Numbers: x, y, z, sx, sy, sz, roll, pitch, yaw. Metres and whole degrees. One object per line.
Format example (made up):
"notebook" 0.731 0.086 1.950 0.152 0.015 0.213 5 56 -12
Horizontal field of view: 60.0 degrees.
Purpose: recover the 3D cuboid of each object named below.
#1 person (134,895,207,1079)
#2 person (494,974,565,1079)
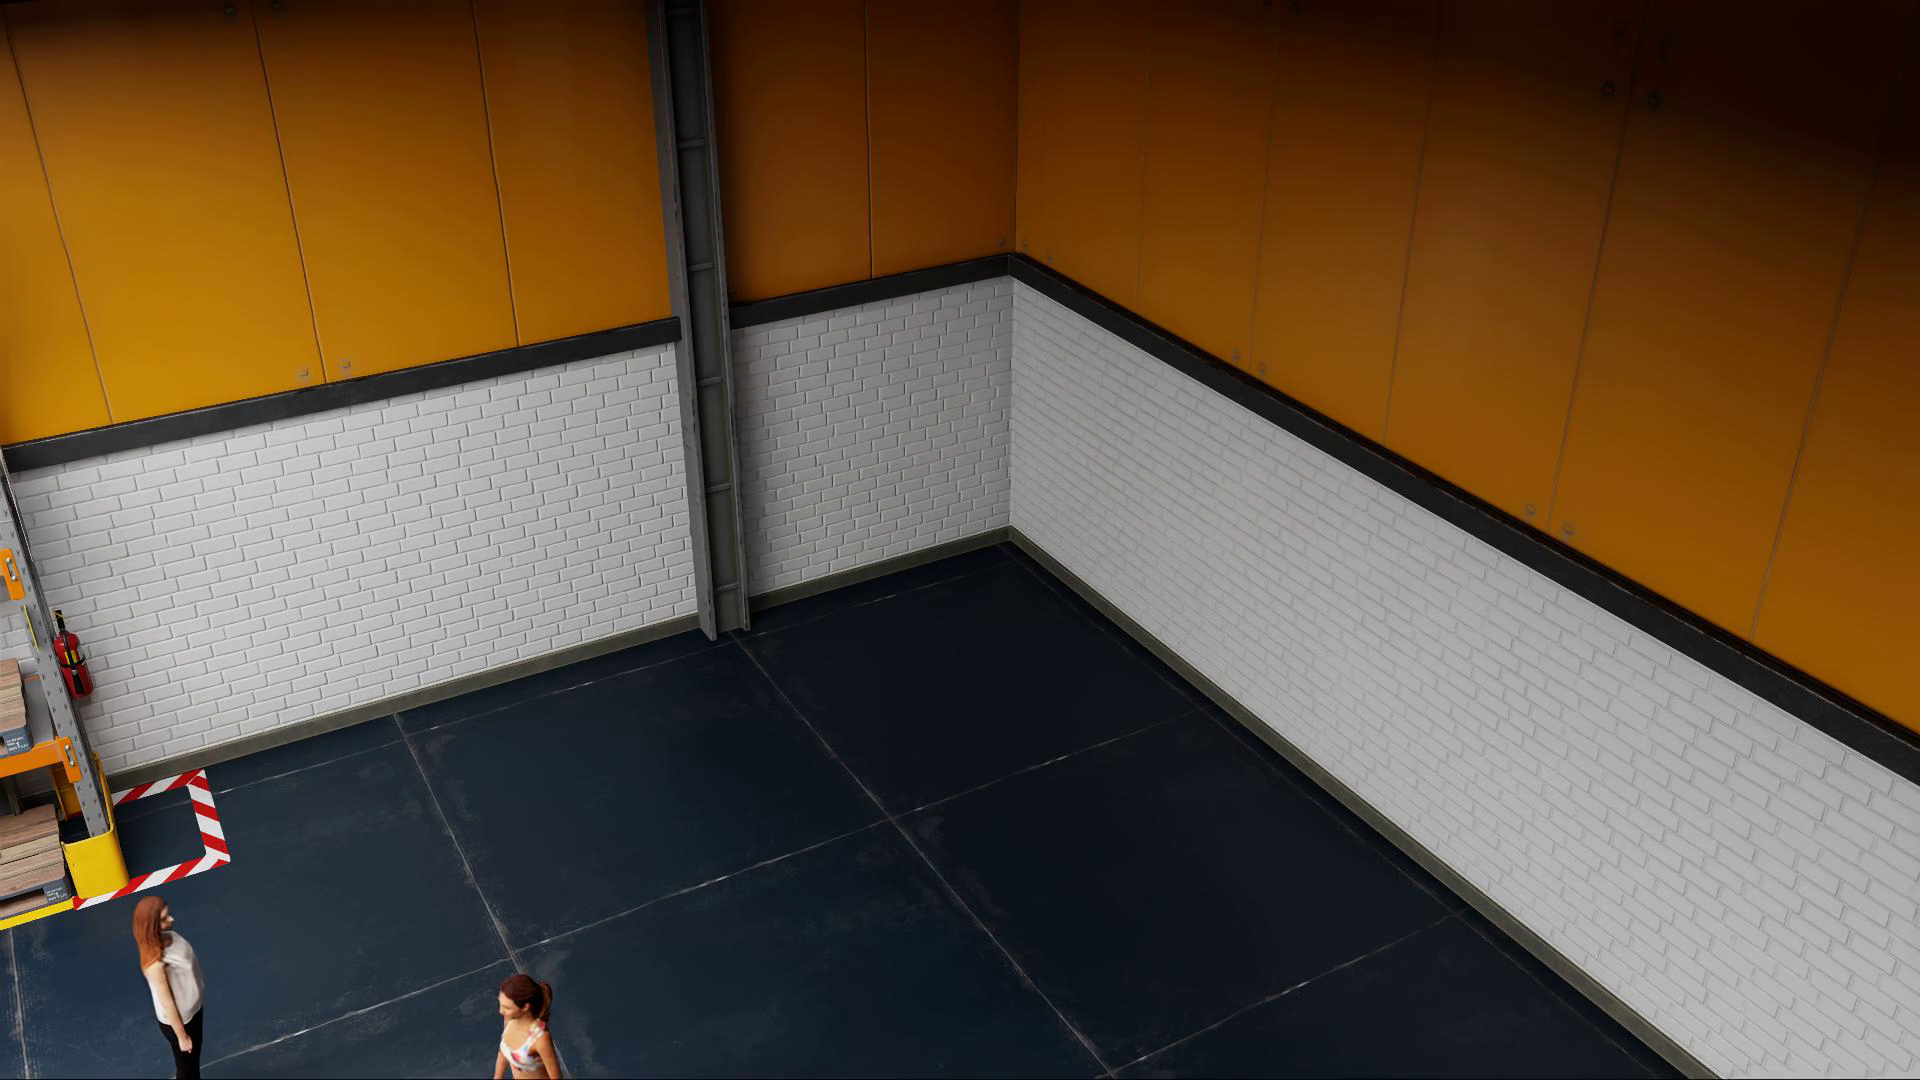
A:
"person" -4.657 2.817 9.913 0.574 1.720 0.630 -8 30 -14
"person" -2.291 3.092 9.371 1.092 1.756 0.673 -20 34 -32
